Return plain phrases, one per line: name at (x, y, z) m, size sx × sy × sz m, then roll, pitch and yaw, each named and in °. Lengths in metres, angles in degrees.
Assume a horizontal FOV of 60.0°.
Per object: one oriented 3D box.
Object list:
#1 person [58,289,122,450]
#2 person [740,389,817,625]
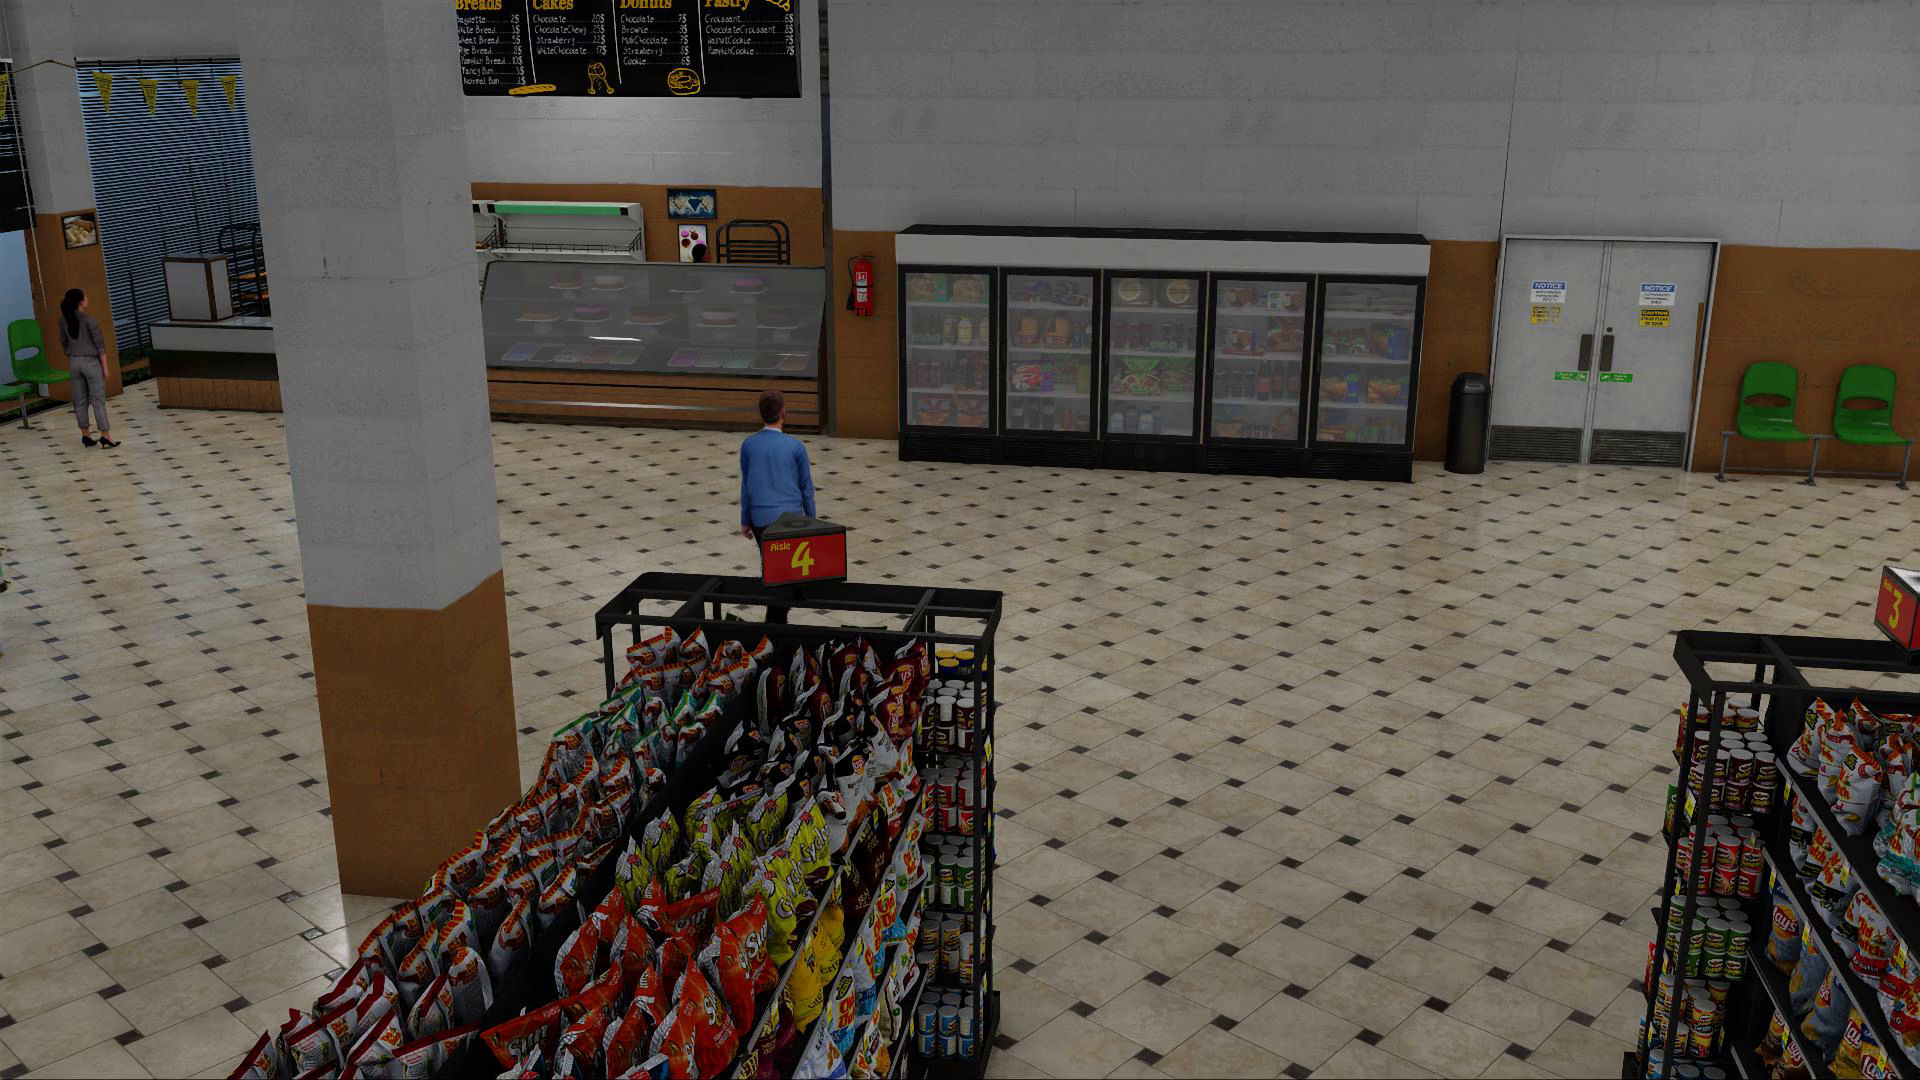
person at (-9.122, -1.788, 17.359) m, size 0.604 × 1.678 × 0.571 m, roll 3°, pitch 17°, yaw 10°
person at (-1.306, -0.125, 11.718) m, size 0.699 × 1.774 × 1.118 m, roll 4°, pitch 17°, yaw 12°
